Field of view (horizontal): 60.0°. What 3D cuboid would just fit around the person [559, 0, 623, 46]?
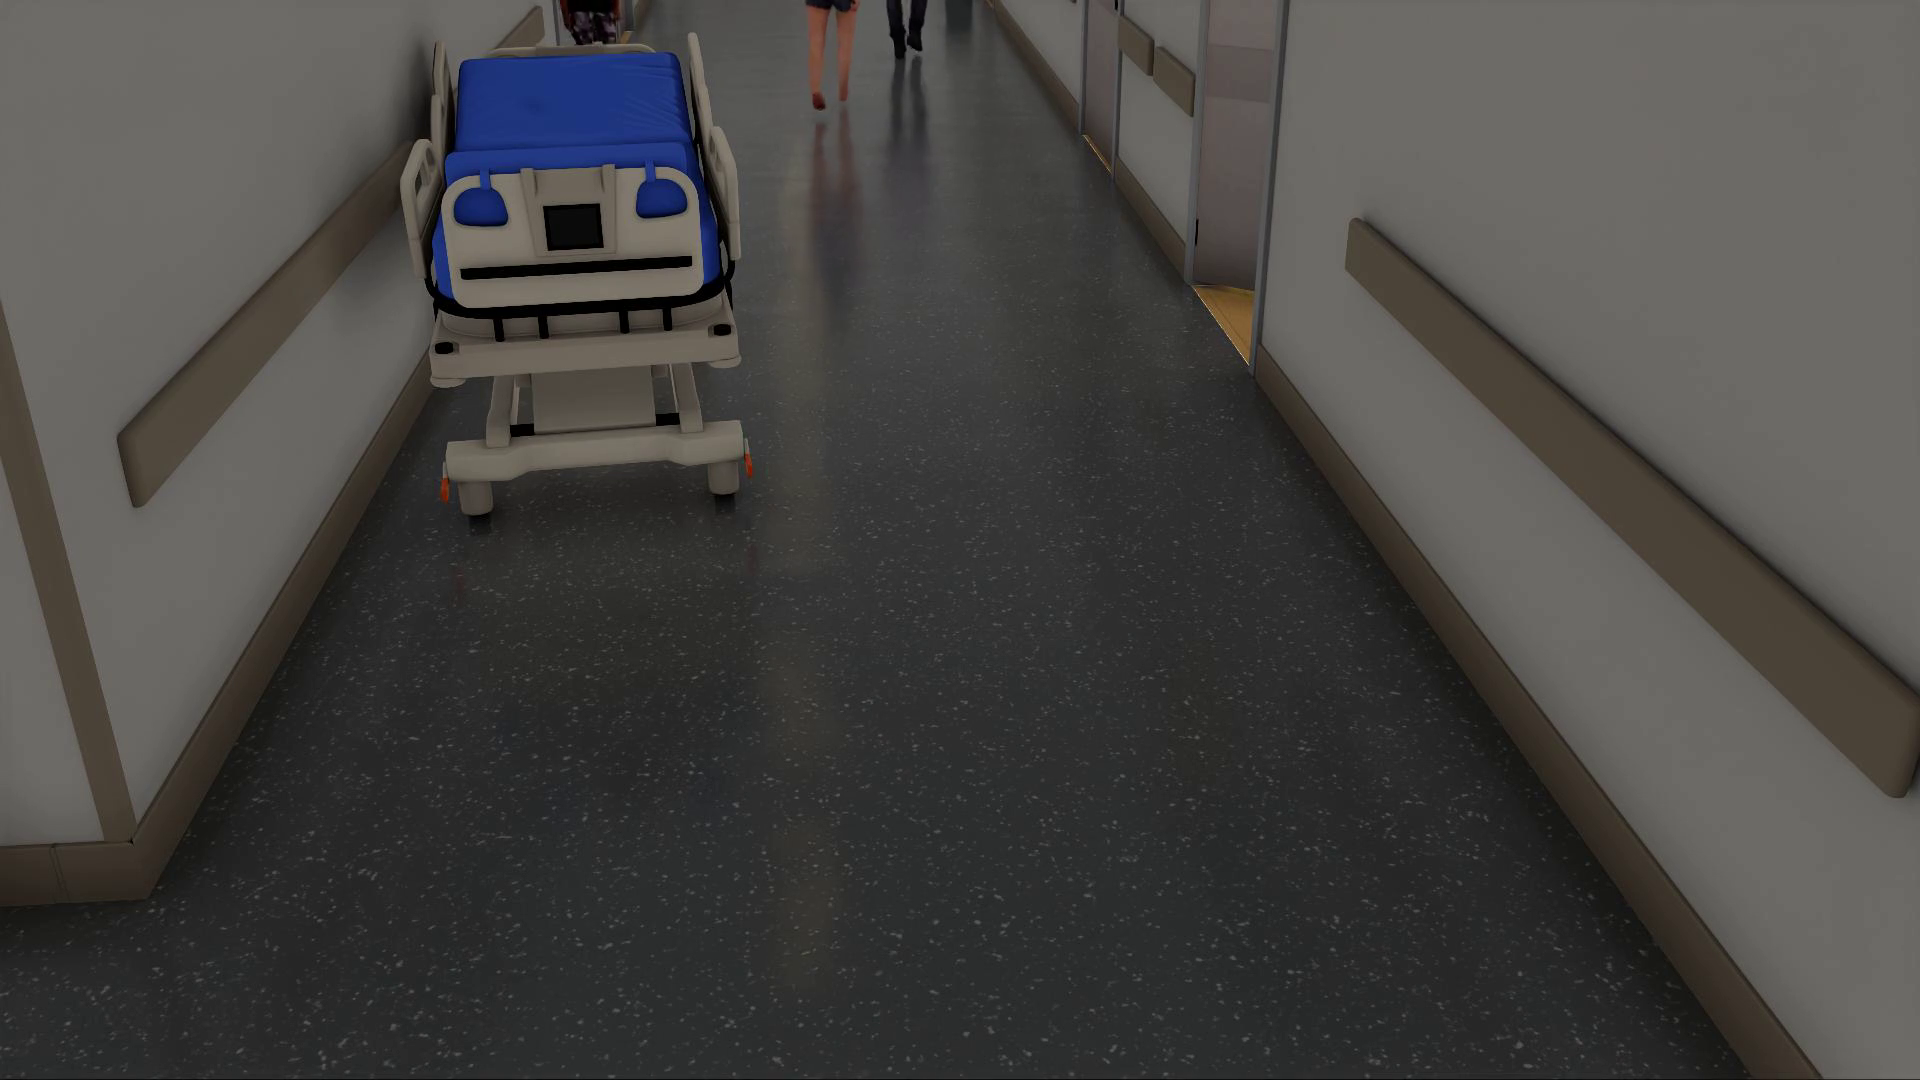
[{"bbox_3d":[-2.554,-3.610,11.246,0.891,1.653,0.898,-20,32,-36],"label":"person"}]

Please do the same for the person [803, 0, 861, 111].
[{"bbox_3d":[-0.939,-3.896,11.810,1.055,1.677,0.777,2,26,4],"label":"person"}]

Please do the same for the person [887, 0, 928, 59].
[{"bbox_3d":[-0.486,-4.951,13.829,0.613,1.824,0.776,1,26,2],"label":"person"}]
